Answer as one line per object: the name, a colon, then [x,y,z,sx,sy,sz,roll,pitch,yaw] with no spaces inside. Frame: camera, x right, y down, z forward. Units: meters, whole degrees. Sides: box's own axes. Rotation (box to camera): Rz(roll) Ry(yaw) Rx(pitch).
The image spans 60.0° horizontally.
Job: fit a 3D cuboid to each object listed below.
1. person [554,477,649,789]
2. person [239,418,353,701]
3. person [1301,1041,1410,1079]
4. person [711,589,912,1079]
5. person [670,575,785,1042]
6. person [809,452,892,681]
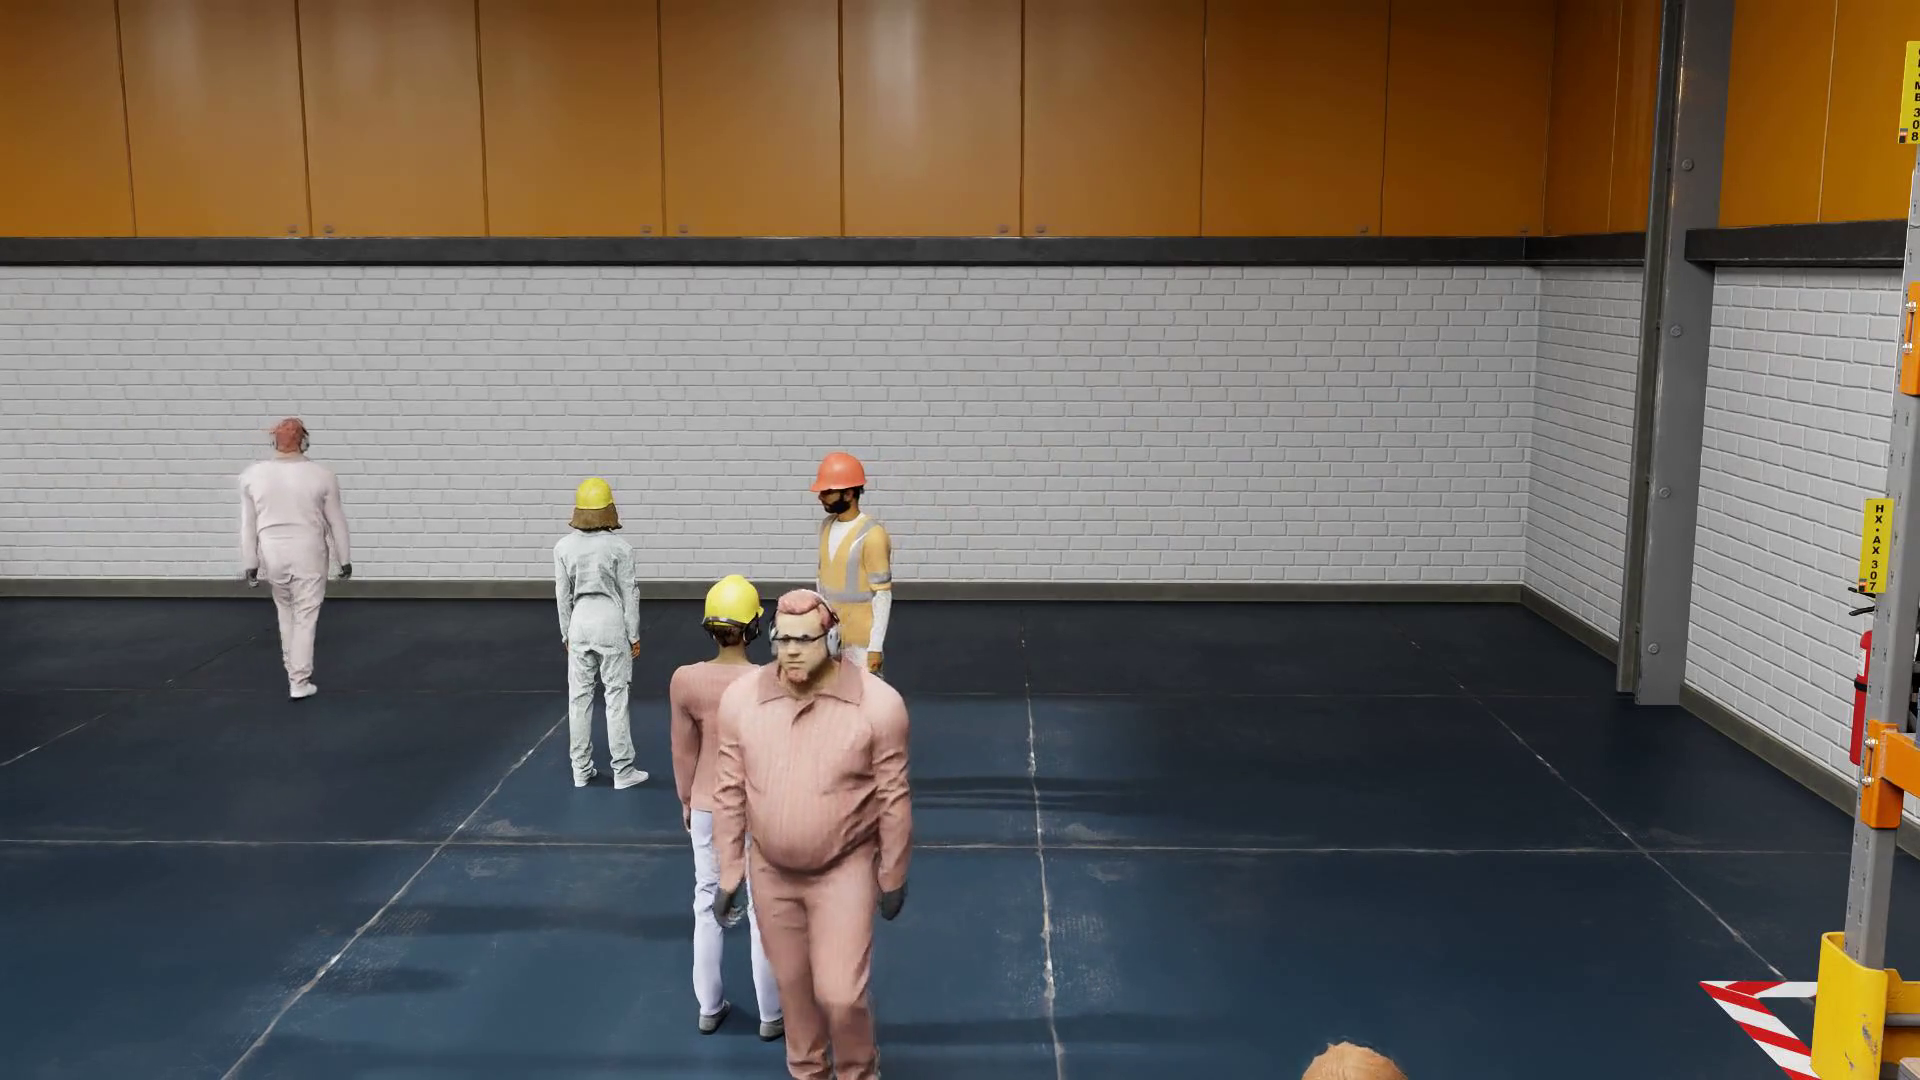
person: [-1.998,0.518,9.253,0.487,1.746,0.287,2,10,13]
person: [-4.458,0.109,11.295,0.666,1.875,0.789,0,9,-2]
person: [0.737,1.615,3.115,0.556,1.594,0.645,-1,10,-8]
person: [-0.496,1.089,5.413,0.639,1.889,0.529,3,10,15]
person: [-0.828,1.007,6.254,0.522,1.772,0.303,3,10,16]
person: [-0.598,0.495,8.825,0.374,1.934,0.549,-8,12,-39]
